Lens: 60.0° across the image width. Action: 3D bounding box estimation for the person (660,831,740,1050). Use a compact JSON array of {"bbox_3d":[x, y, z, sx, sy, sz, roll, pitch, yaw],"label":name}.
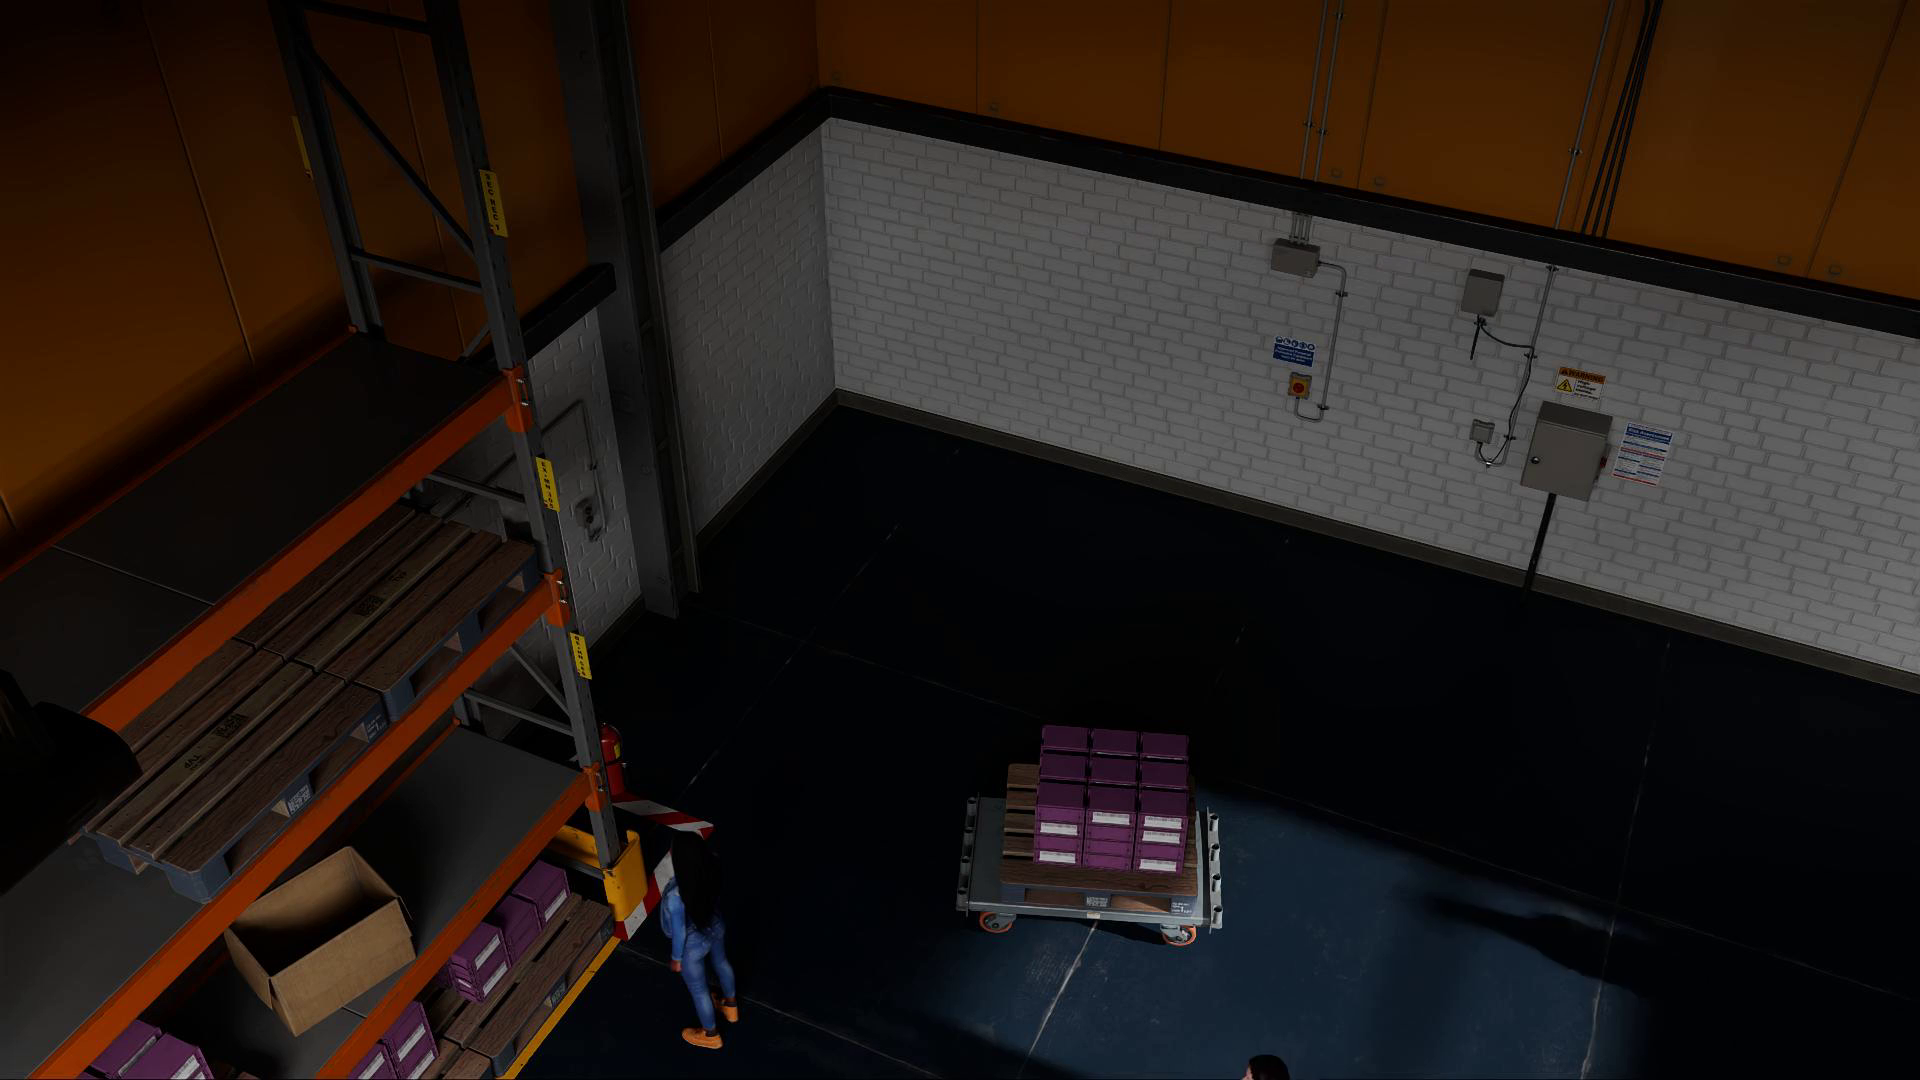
[{"bbox_3d":[-1.474,2.265,9.484,0.663,1.713,0.453,18,42,21],"label":"person"}]
